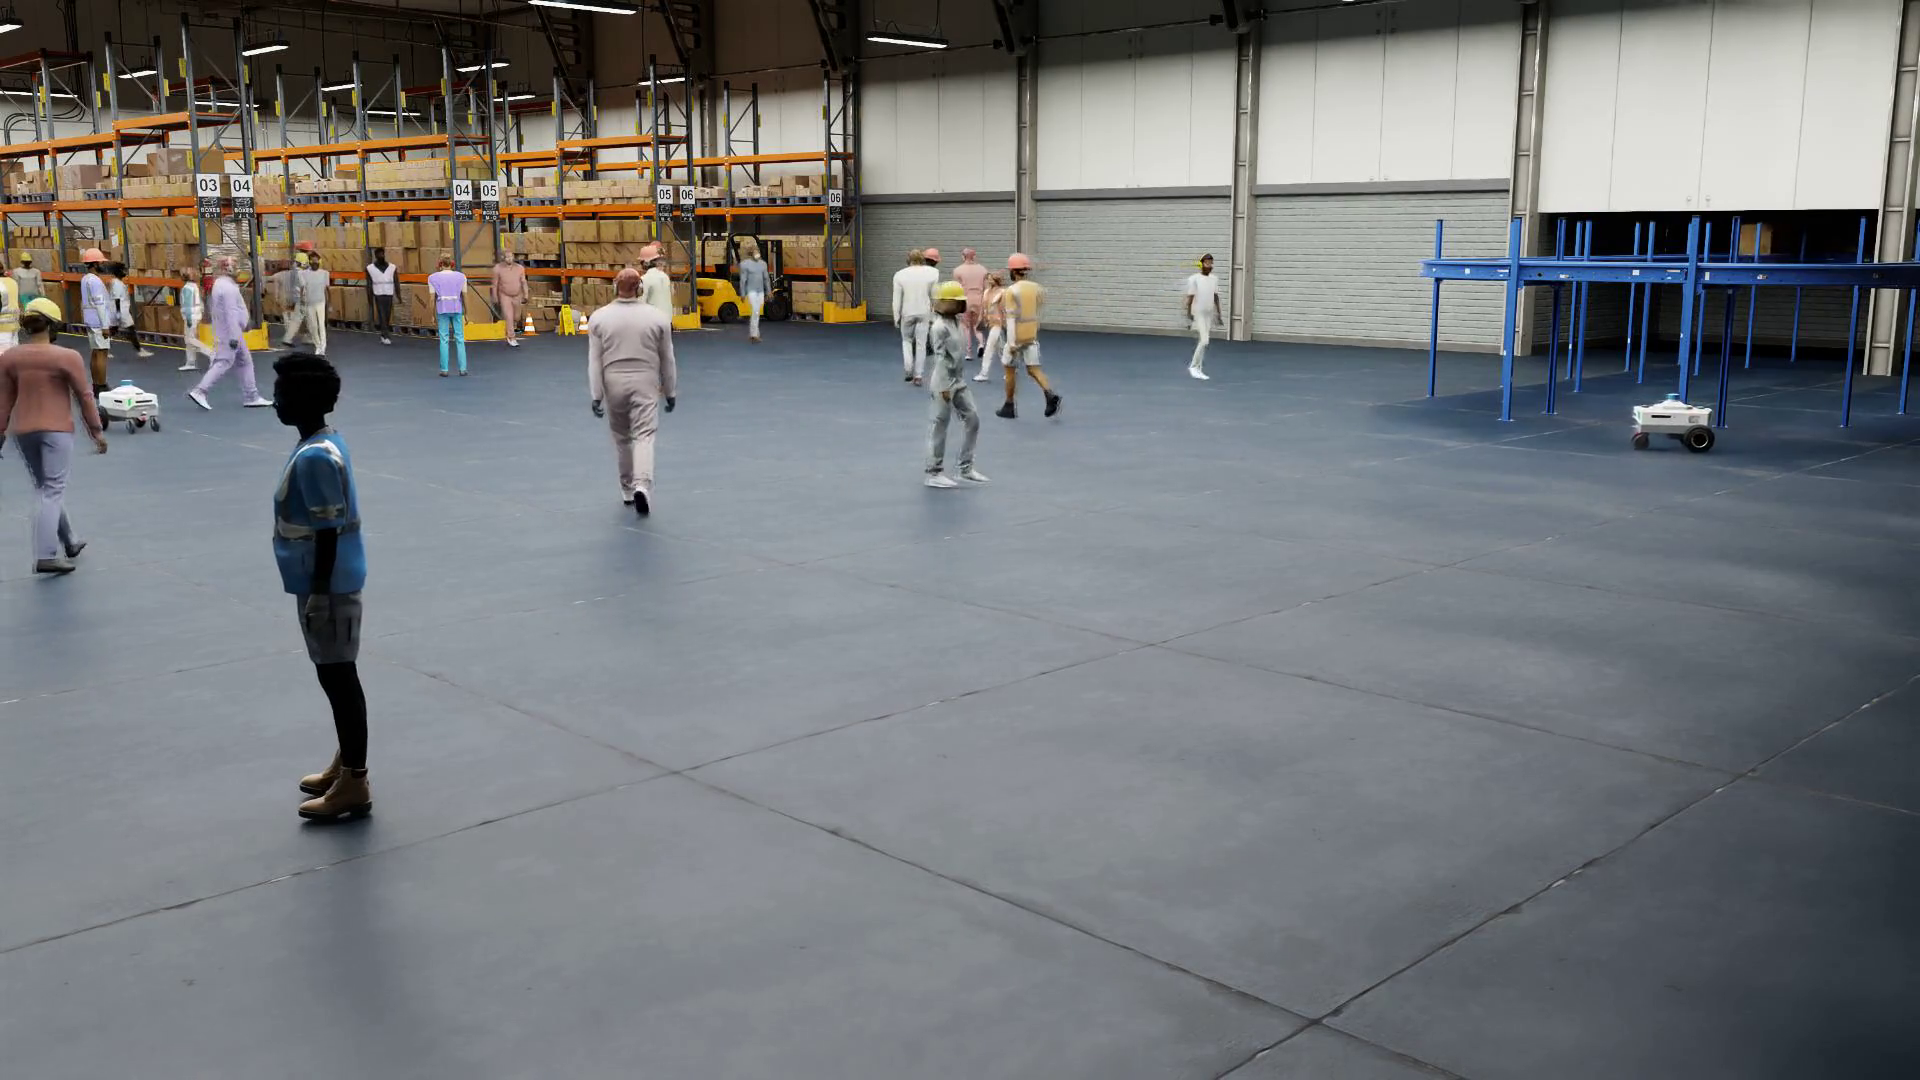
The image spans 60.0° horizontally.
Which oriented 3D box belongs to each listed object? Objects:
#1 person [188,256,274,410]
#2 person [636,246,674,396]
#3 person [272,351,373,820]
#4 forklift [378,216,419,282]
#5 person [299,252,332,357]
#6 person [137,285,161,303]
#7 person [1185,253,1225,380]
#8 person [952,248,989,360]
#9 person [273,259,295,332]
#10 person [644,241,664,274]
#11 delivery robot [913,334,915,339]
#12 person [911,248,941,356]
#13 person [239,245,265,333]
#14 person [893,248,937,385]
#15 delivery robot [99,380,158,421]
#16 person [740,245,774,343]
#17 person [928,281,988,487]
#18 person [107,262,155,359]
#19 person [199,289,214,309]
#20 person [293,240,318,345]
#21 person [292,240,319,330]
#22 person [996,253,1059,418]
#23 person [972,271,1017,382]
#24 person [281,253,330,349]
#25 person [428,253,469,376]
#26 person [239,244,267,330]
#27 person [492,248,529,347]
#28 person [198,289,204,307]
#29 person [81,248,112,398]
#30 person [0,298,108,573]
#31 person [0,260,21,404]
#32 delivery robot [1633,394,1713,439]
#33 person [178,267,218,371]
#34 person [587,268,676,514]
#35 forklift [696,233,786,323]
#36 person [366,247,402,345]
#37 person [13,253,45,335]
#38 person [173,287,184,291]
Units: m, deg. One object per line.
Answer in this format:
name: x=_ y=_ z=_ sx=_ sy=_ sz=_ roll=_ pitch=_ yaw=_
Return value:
person: x=-9.003 y=-2.538 z=20.368 sx=0.927 sy=1.867 sz=0.646 roll=-6 pitch=12 yaw=-28
person: x=-4.186 y=-2.920 z=22.173 sx=0.921 sy=1.954 sz=0.648 roll=4 pitch=11 yaw=20
person: x=-2.336 y=0.160 z=6.089 sx=0.316 sy=1.696 sz=0.541 roll=-4 pitch=11 yaw=-19
forklift: x=-17.868 y=-9.201 z=54.028 sx=1.873 sy=2.768 sz=1.129 roll=-10 pitch=14 yaw=-44
person: x=-11.317 y=-4.139 z=29.222 sx=0.518 sy=1.825 sz=0.970 roll=-3 pitch=11 yaw=-14
person: x=-19.513 y=-6.021 z=40.017 sx=0.516 sy=1.620 sz=0.392 roll=-7 pitch=13 yaw=-34
person: x=3.603 y=-3.278 z=24.454 sx=0.488 sy=1.846 sz=0.464 roll=-8 pitch=13 yaw=-37
person: x=0.166 y=-4.016 z=28.355 sx=0.661 sy=1.889 sz=0.426 roll=-5 pitch=11 yaw=-25
person: x=-14.029 y=-5.038 z=34.634 sx=0.516 sy=1.615 sz=0.358 roll=-9 pitch=14 yaw=-40
person: x=-6.483 y=-5.368 z=35.430 sx=0.612 sy=1.991 sz=0.392 roll=10 pitch=14 yaw=44
delivery robot: x=-0.806 y=-4.015 z=31.839 sx=0.477 sy=0.478 sz=0.707 roll=0 pitch=10 yaw=-2
person: x=-0.627 y=-4.166 z=29.168 sx=0.562 sy=1.900 sz=0.814 roll=10 pitch=15 yaw=44
person: x=-15.190 y=-5.348 z=35.556 sx=0.594 sy=1.913 sz=0.436 roll=-8 pitch=13 yaw=-36
person: x=-0.633 y=-3.181 z=23.693 sx=0.653 sy=1.918 sz=0.558 roll=-1 pitch=10 yaw=-5
delivery robot: x=-9.074 y=-1.503 z=18.141 sx=0.707 sy=0.478 sz=0.477 roll=8 pitch=13 yaw=37
person: x=-3.963 y=-4.850 z=32.820 sx=0.794 sy=1.912 sz=0.647 roll=9 pitch=14 yaw=41
person: x=0.002 y=-1.302 z=13.984 sx=0.606 sy=1.727 sz=0.519 roll=5 pitch=11 yaw=24
person: x=-14.417 y=-3.936 z=28.550 sx=0.867 sy=1.654 sz=0.537 roll=-6 pitch=12 yaw=-31
person: x=-17.296 y=-5.830 z=38.242 sx=0.616 sy=1.898 sz=1.032 roll=-10 pitch=14 yaw=-43
person: x=-12.692 y=-4.808 z=32.311 sx=0.539 sy=2.015 sz=0.675 roll=1 pitch=10 yaw=6
person: x=-14.642 y=-5.716 z=37.317 sx=0.608 sy=1.996 sz=0.382 roll=-9 pitch=14 yaw=-42
person: x=0.758 y=-2.352 z=19.216 sx=0.549 sy=1.915 sz=0.846 roll=-8 pitch=13 yaw=-38
person: x=0.533 y=-3.139 z=24.355 sx=0.864 sy=1.595 sz=0.514 roll=-6 pitch=12 yaw=-31
person: x=-12.317 y=-4.456 z=31.063 sx=0.916 sy=1.786 sz=0.625 roll=-8 pitch=13 yaw=-38
person: x=-7.704 y=-3.400 z=25.098 sx=0.567 sy=1.847 sz=0.389 roll=-4 pitch=11 yaw=-23
person: x=-15.825 y=-5.698 z=37.143 sx=0.632 sy=2.026 sz=0.717 roll=-6 pitch=12 yaw=-30
person: x=-8.675 y=-4.675 z=31.989 sx=0.638 sy=1.872 sz=0.816 roll=-8 pitch=13 yaw=-37
person: x=-17.991 y=-6.040 z=39.453 sx=0.650 sy=1.863 sz=0.590 roll=6 pitch=12 yaw=28
person: x=-11.225 y=-2.825 z=21.700 sx=0.351 sy=1.942 sz=0.545 roll=-9 pitch=14 yaw=-42
person: x=-5.785 y=-0.675 z=10.610 sx=0.614 sy=1.705 sz=0.897 roll=0 pitch=10 yaw=2
person: x=-12.057 y=-2.625 z=20.906 sx=0.429 sy=1.838 sz=0.621 roll=-1 pitch=10 yaw=-6
delivery robot: x=7.087 y=-1.212 z=16.552 sx=0.707 sy=0.478 sz=0.477 roll=3 pitch=11 yaw=16
person: x=-12.007 y=-3.468 z=26.079 sx=0.551 sy=1.624 sz=0.516 roll=-2 pitch=11 yaw=-11
person: x=-2.529 y=-1.163 z=12.857 sx=0.654 sy=1.871 sz=0.937 roll=-2 pitch=10 yaw=-8
forklift: x=-5.496 y=-6.489 z=41.108 sx=2.313 sy=2.155 sz=1.214 roll=-10 pitch=14 yaw=-44
person: x=-11.289 y=-4.779 z=32.530 sx=0.604 sy=1.886 sz=0.919 roll=-7 pitch=13 yaw=-34
person: x=-19.565 y=-5.159 z=35.008 sx=0.549 sy=1.714 sz=0.891 roll=-10 pitch=14 yaw=-43
person: x=-19.072 y=-6.307 z=40.957 sx=1.037 sy=1.853 sz=0.615 roll=6 pitch=12 yaw=29
